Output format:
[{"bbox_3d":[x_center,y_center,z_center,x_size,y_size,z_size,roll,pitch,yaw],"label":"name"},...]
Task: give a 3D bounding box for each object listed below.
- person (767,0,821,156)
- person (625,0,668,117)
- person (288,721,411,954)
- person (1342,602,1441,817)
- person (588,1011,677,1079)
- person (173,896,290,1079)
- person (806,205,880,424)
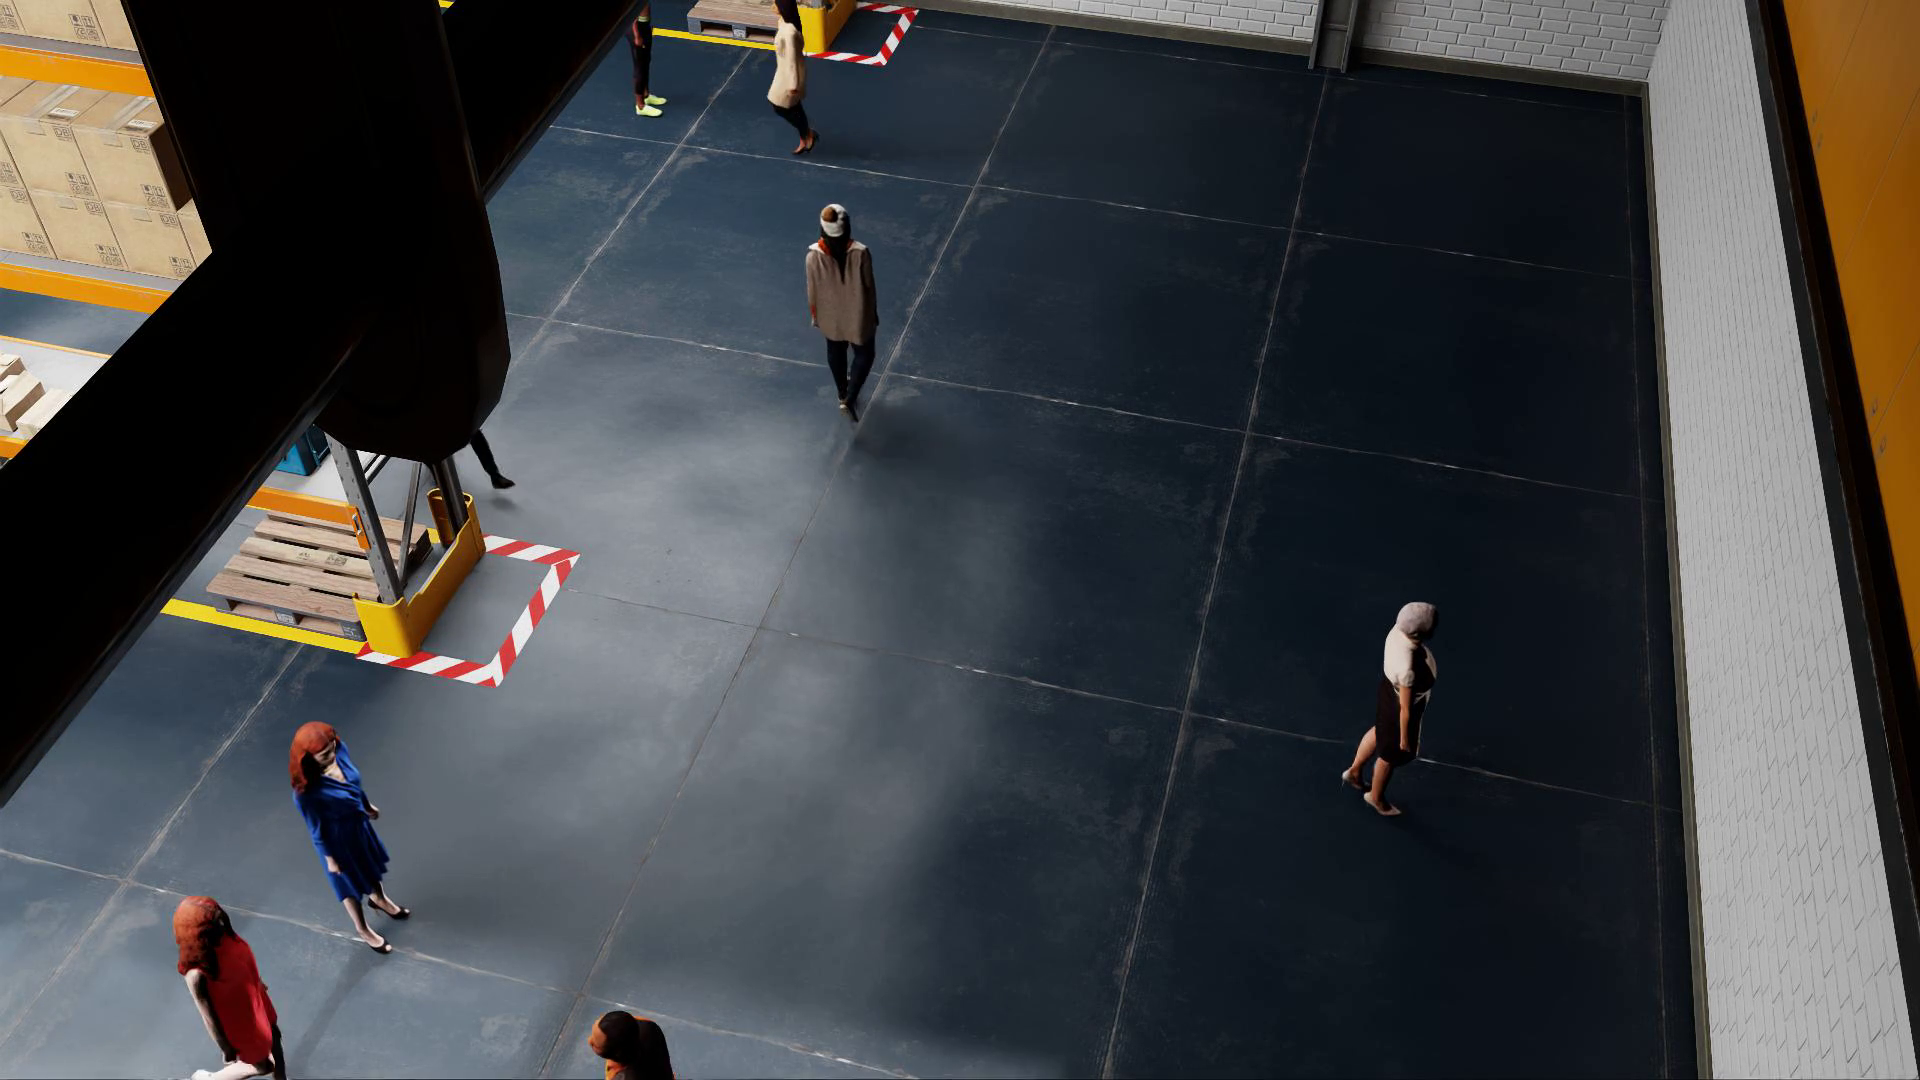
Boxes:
[{"bbox_3d":[-1.485,-4.350,15.629,0.813,1.671,0.784,-3,44,-3],"label":"person"},{"bbox_3d":[-3.146,-4.996,16.248,0.538,1.753,0.583,5,44,5],"label":"person"},{"bbox_3d":[-3.410,1.631,9.239,0.558,1.826,0.605,10,44,10],"label":"person"},{"bbox_3d":[2.582,1.003,9.944,0.662,1.763,0.672,3,44,3],"label":"person"},{"bbox_3d":[-1.378,2.812,7.971,1.368,1.864,1.075,-7,44,-7],"label":"person"},{"bbox_3d":[-3.749,2.397,8.449,0.896,1.808,0.723,2,44,2],"label":"person"},{"bbox_3d":[-0.902,-1.712,12.712,0.886,1.876,0.771,8,44,9],"label":"person"}]
